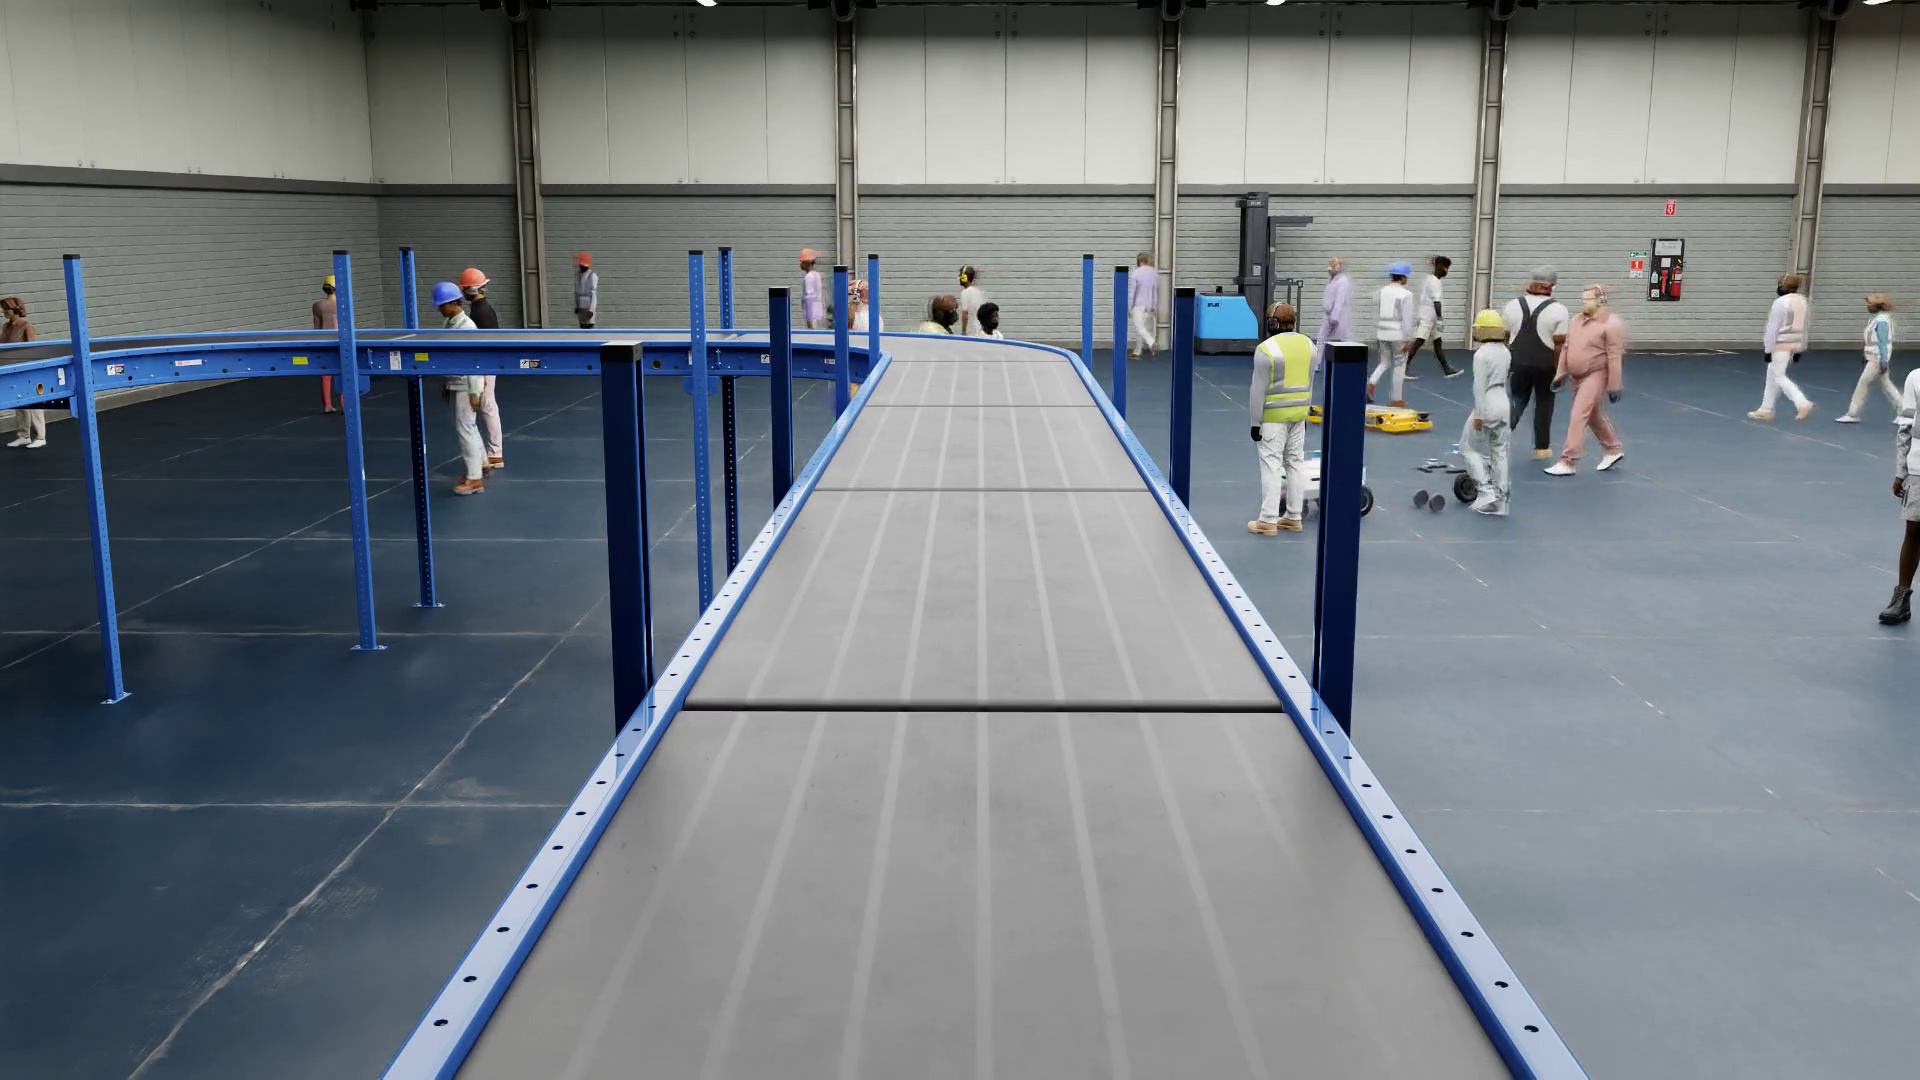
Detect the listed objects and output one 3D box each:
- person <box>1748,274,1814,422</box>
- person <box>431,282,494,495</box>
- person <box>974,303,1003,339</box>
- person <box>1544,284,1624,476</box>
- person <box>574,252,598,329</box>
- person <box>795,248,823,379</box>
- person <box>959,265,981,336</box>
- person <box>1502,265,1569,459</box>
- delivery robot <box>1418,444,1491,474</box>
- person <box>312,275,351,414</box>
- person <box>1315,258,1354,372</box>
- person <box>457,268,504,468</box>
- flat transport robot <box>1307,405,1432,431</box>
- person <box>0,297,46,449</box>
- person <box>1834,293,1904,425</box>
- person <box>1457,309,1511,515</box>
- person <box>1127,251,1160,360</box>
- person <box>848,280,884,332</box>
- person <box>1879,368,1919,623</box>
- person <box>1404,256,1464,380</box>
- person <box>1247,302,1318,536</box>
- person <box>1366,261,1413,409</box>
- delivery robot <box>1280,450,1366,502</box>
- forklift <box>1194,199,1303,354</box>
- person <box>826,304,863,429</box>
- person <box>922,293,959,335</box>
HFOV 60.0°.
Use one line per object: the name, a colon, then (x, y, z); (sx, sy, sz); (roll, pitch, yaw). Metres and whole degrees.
person: (10.133, -2.348, 20.378); (0.631, 1.814, 0.817); (-8, 13, -35)
person: (-4.544, -1.408, 15.296); (0.589, 1.917, 0.821); (-7, 13, -30)
person: (0.258, -1.567, 16.774); (0.853, 1.655, 0.536); (6, 12, 27)
person: (6.206, -1.579, 16.322); (1.013, 1.863, 0.630); (-3, 12, -17)
person: (-6.603, -4.082, 29.121); (0.721, 1.889, 0.395); (9, 14, 38)
person: (-2.233, -3.508, 25.820); (0.632, 2.026, 0.606); (1, 11, 6)
person: (0.067, -2.770, 22.460); (0.473, 1.846, 0.554); (5, 12, 24)
person: (5.947, -1.831, 17.243); (0.692, 2.000, 0.710); (9, 14, 39)
delivery robot: (4.343, -0.719, 14.450); (0.698, 0.223, 0.335); (-3, 11, -15)
person: (-8.008, -2.501, 21.315); (0.518, 1.757, 0.337); (1, 11, 5)
person: (6.098, -3.628, 26.883); (1.023, 1.855, 0.653); (-2, 11, -8)
person: (-4.812, -1.723, 16.706); (0.398, 1.989, 0.621); (-3, 11, -15)
flat transport robot: (4.913, -1.496, 20.083); (0.652, 0.197, 1.431); (-8, 14, -36)
person: (-10.210, -1.819, 18.103); (0.514, 1.641, 0.315); (6, 12, 27)
person: (11.161, -2.190, 20.143); (0.815, 1.593, 0.572); (4, 12, 22)
person: (4.467, -1.075, 14.045); (0.497, 1.728, 0.411); (-8, 13, -35)
person: (3.220, -4.087, 29.057); (0.636, 1.916, 0.768); (-9, 14, -38)
person: (-0.957, -1.514, 15.849); (0.407, 1.910, 0.639); (2, 11, 12)
person: (5.996, -0.421, 10.153); (0.546, 1.939, 0.375); (11, 15, 43)
person: (7.311, -3.434, 25.750); (1.042, 1.898, 0.691); (2, 11, 8)
person: (2.546, -0.972, 13.272); (0.619, 1.836, 0.430); (-7, 13, -30)
person: (5.606, -2.659, 21.661); (0.586, 1.934, 0.621); (-7, 13, -31)
delivery robot: (3.063, -0.518, 14.083); (0.707, 0.478, 0.477); (-4, 12, -20)
forklift: (5.313, -4.851, 30.603); (1.873, 2.768, 1.129); (0, 11, 1)
person: (-0.823, -1.002, 13.448); (0.713, 1.828, 0.577); (-3, 12, -17)
person: (-0.170, -1.300, 14.970); (0.436, 1.826, 0.646); (1, 11, 7)
